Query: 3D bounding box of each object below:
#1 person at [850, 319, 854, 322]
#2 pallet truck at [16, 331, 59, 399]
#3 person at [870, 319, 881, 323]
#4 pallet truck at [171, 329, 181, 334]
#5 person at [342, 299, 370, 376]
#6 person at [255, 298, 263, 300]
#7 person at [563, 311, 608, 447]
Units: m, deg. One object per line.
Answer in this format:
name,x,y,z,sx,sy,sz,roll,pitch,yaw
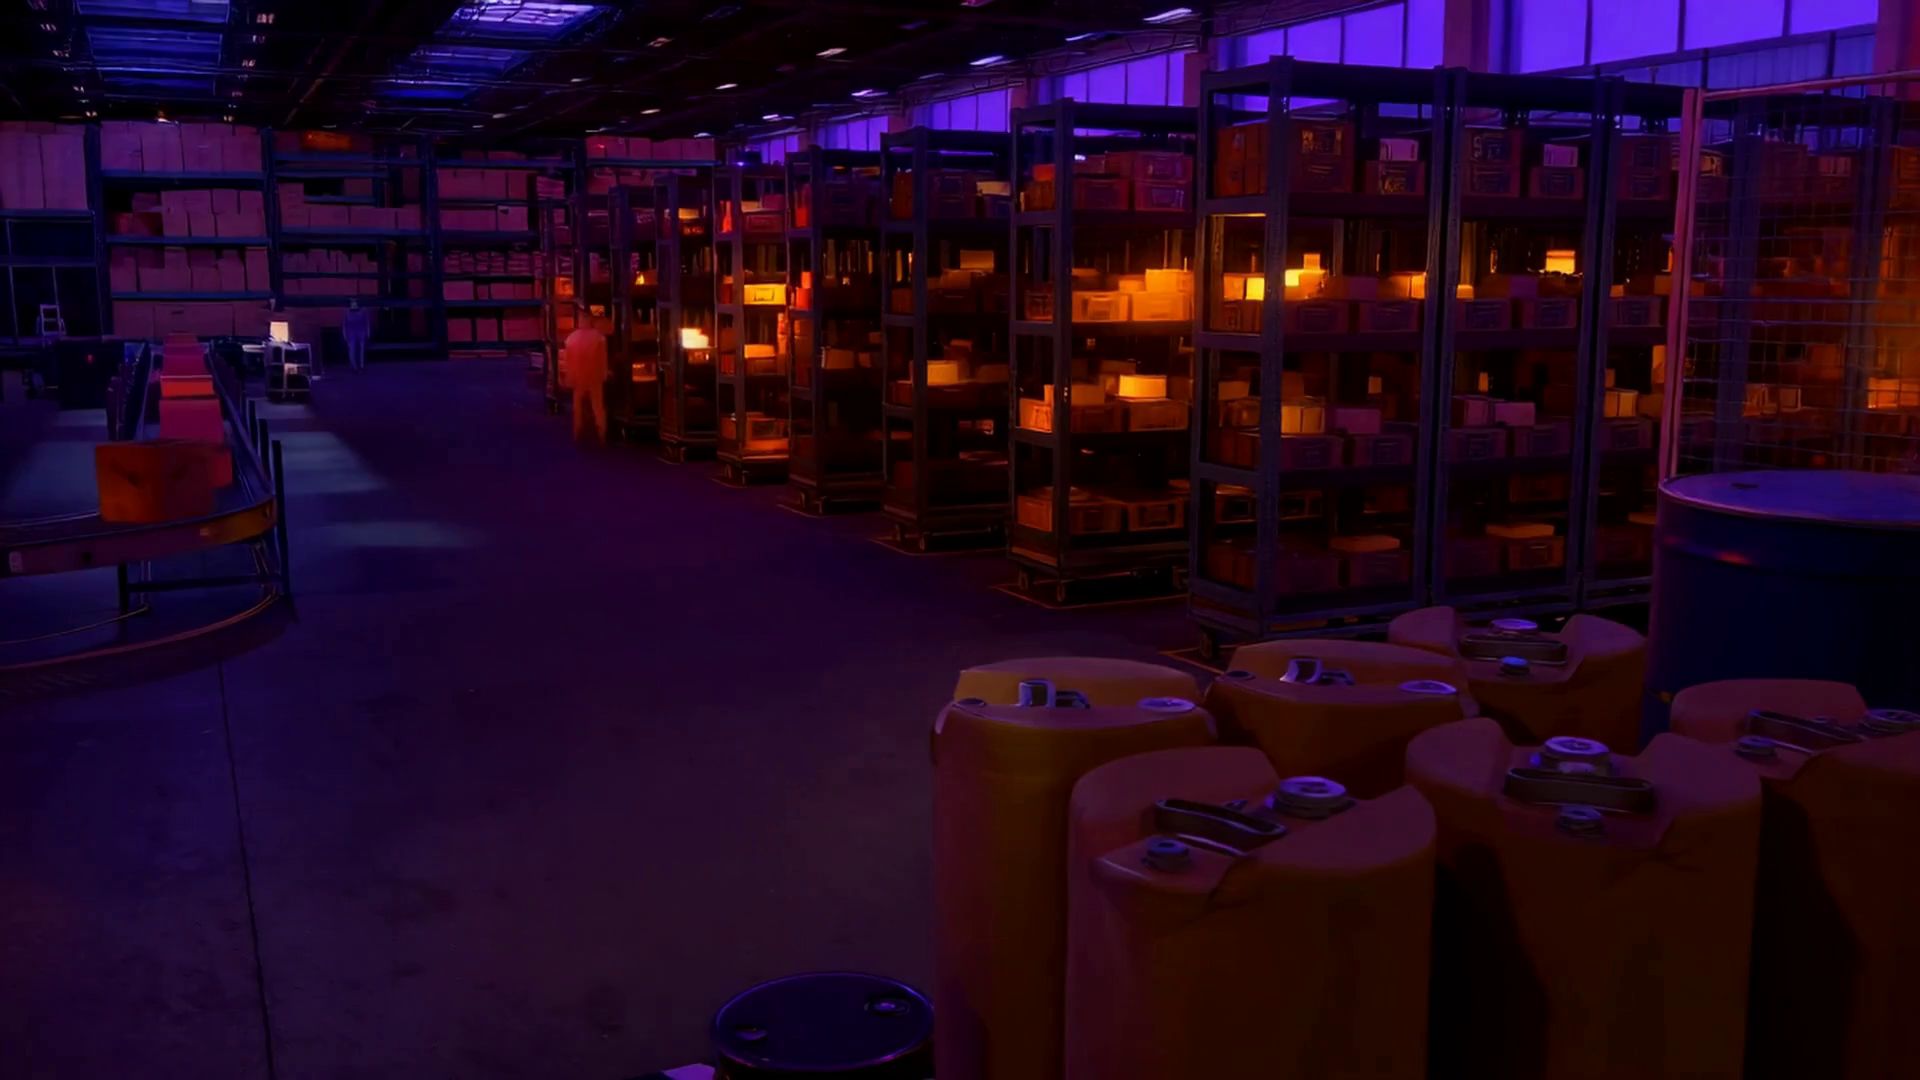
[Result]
person,-3.277,-6.851,52.207,0.498,1.716,0.424,-7,11,-35
pallet truck,-17.082,-3.353,31.781,1.630,1.274,0.653,-4,10,-25
person,-1.595,-3.446,30.788,0.595,1.797,0.936,-8,12,-41
pallet truck,-17.275,-3.851,35.096,1.601,1.201,0.680,0,9,1
person,-14.117,-4.736,38.890,0.604,1.783,0.949,-3,10,-20
person,-19.326,-5.871,46.023,0.388,1.754,0.530,-2,9,-12
person,-5.134,-2.216,22.945,0.627,1.877,0.921,-4,10,-26
